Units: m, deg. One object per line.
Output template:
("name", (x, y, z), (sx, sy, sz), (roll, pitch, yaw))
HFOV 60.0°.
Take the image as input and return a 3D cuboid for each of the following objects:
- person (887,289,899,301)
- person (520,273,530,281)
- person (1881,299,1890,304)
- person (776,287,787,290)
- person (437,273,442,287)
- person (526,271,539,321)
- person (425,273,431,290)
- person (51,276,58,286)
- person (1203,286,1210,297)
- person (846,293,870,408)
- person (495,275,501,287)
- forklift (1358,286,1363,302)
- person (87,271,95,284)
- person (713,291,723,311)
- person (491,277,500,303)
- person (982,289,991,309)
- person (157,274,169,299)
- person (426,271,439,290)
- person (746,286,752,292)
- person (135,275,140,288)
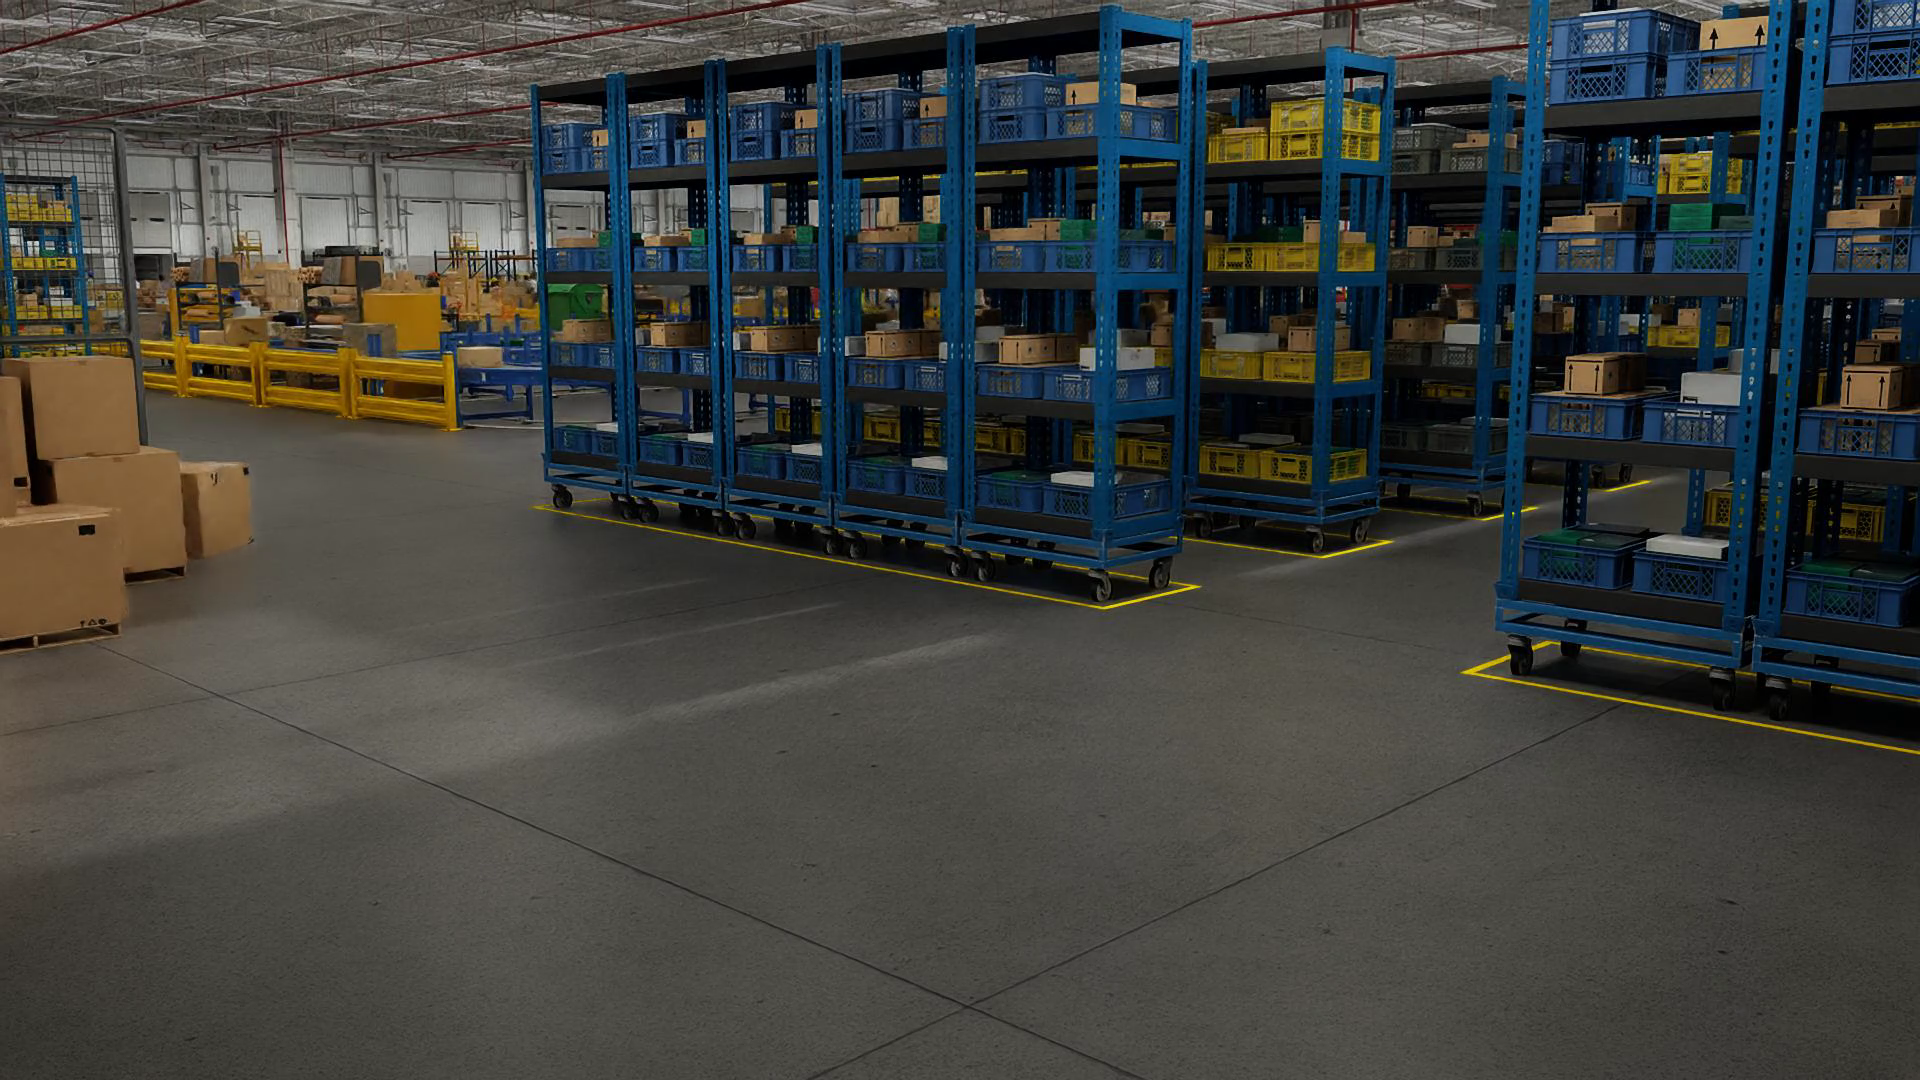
("person", (-2.466, -8.492, 59.718), (0.781, 1.667, 0.535), (6, 11, 33))
("person", (-21.321, -12.083, 81.142), (0.678, 1.880, 0.632), (4, 10, 24))
("person", (22.831, -5.617, 41.257), (0.351, 1.941, 0.545), (-2, 9, -13))
("person", (-7.268, -10.007, 68.146), (0.604, 1.954, 0.394), (-6, 11, -33))
("person", (-22.764, -10.750, 72.949), (0.516, 1.871, 0.325), (9, 13, 42))
("person", (-16.937, -9.786, 66.512), (1.006, 2.000, 0.693), (-3, 10, -20))
("person", (-21.051, -9.665, 66.147), (0.558, 1.911, 0.585), (9, 13, 43))
("person", (-38.317, -10.405, 70.634), (0.630, 1.935, 0.369), (-2, 9, -11))
("person", (8.103, -7.502, 53.842), (0.734, 1.604, 0.507), (-9, 13, -43))
("person", (-1.126, -1.974, 19.336), (0.728, 1.807, 0.587), (-7, 12, -37))
("person", (-20.764, -11.081, 75.164), (0.629, 1.803, 0.638), (-4, 10, -25))
("forklift", (11.100, -7.017, 46.970), (1.873, 2.768, 1.129), (9, 13, 43))
("person", (-41.487, -11.858, 79.499), (0.391, 1.948, 0.605), (-6, 11, -32))
("person", (-7.166, -6.691, 48.503), (0.530, 1.731, 0.846), (-8, 12, -39))
("person", (-16.582, -8.495, 59.440), (0.331, 1.767, 0.527), (0, 9, -2))
("person", (0.923, -8.047, 56.632), (0.927, 1.792, 0.611), (7, 12, 37))
("person", (-38.213, -11.846, 79.868), (0.634, 1.818, 0.794), (4, 10, 21))
("person", (-18.751, -8.587, 59.296), (0.611, 1.997, 0.382), (6, 11, 31))
("person", (-7.749, -8.821, 61.747), (0.850, 1.663, 0.530), (-1, 9, -6))
("person", (-32.693, -9.617, 65.848), (0.544, 1.926, 0.377), (7, 12, 36))
